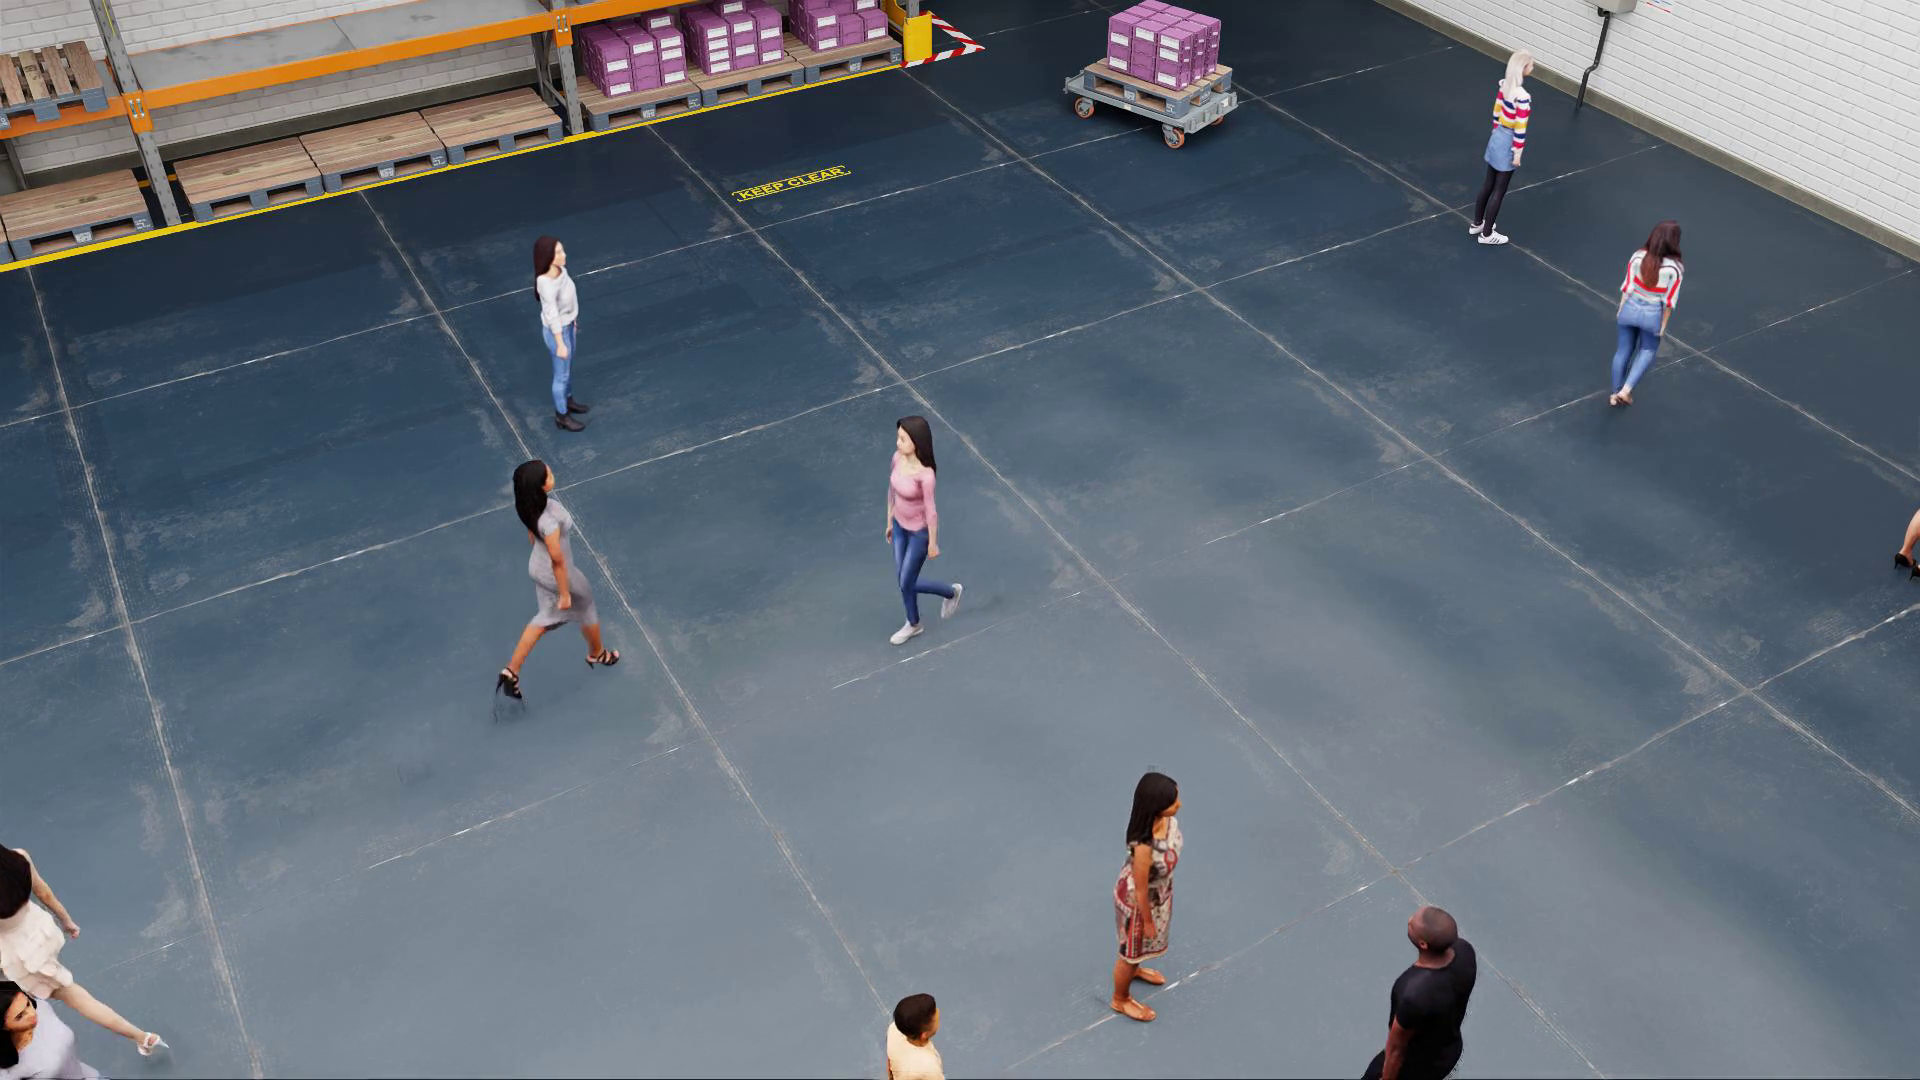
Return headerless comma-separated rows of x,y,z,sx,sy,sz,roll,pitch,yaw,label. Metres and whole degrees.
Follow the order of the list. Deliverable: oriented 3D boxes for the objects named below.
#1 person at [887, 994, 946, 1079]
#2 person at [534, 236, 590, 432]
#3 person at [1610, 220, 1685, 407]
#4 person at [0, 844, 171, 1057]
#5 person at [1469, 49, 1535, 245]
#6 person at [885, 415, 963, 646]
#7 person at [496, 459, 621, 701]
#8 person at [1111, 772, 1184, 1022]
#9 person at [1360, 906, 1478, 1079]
-0.240,2.602,7.594,0.909,1.443,0.585,-25,45,-28,person
-3.065,-1.592,12.694,0.673,1.631,0.679,-1,39,-1,person
5.244,-1.706,12.858,0.723,1.605,0.780,24,44,27,person
-4.420,2.037,8.103,1.123,1.690,0.967,4,39,5,person
4.914,-3.559,15.016,0.645,1.809,0.714,-6,39,-7,person
-0.242,-0.083,10.726,0.774,1.731,0.592,-23,44,-26,person
-2.582,0.280,10.254,1.139,1.751,0.761,-30,47,-32,person
0.929,1.784,8.458,0.787,1.644,0.702,13,40,16,person
2.116,2.370,7.597,0.663,1.801,0.807,-30,48,-32,person
